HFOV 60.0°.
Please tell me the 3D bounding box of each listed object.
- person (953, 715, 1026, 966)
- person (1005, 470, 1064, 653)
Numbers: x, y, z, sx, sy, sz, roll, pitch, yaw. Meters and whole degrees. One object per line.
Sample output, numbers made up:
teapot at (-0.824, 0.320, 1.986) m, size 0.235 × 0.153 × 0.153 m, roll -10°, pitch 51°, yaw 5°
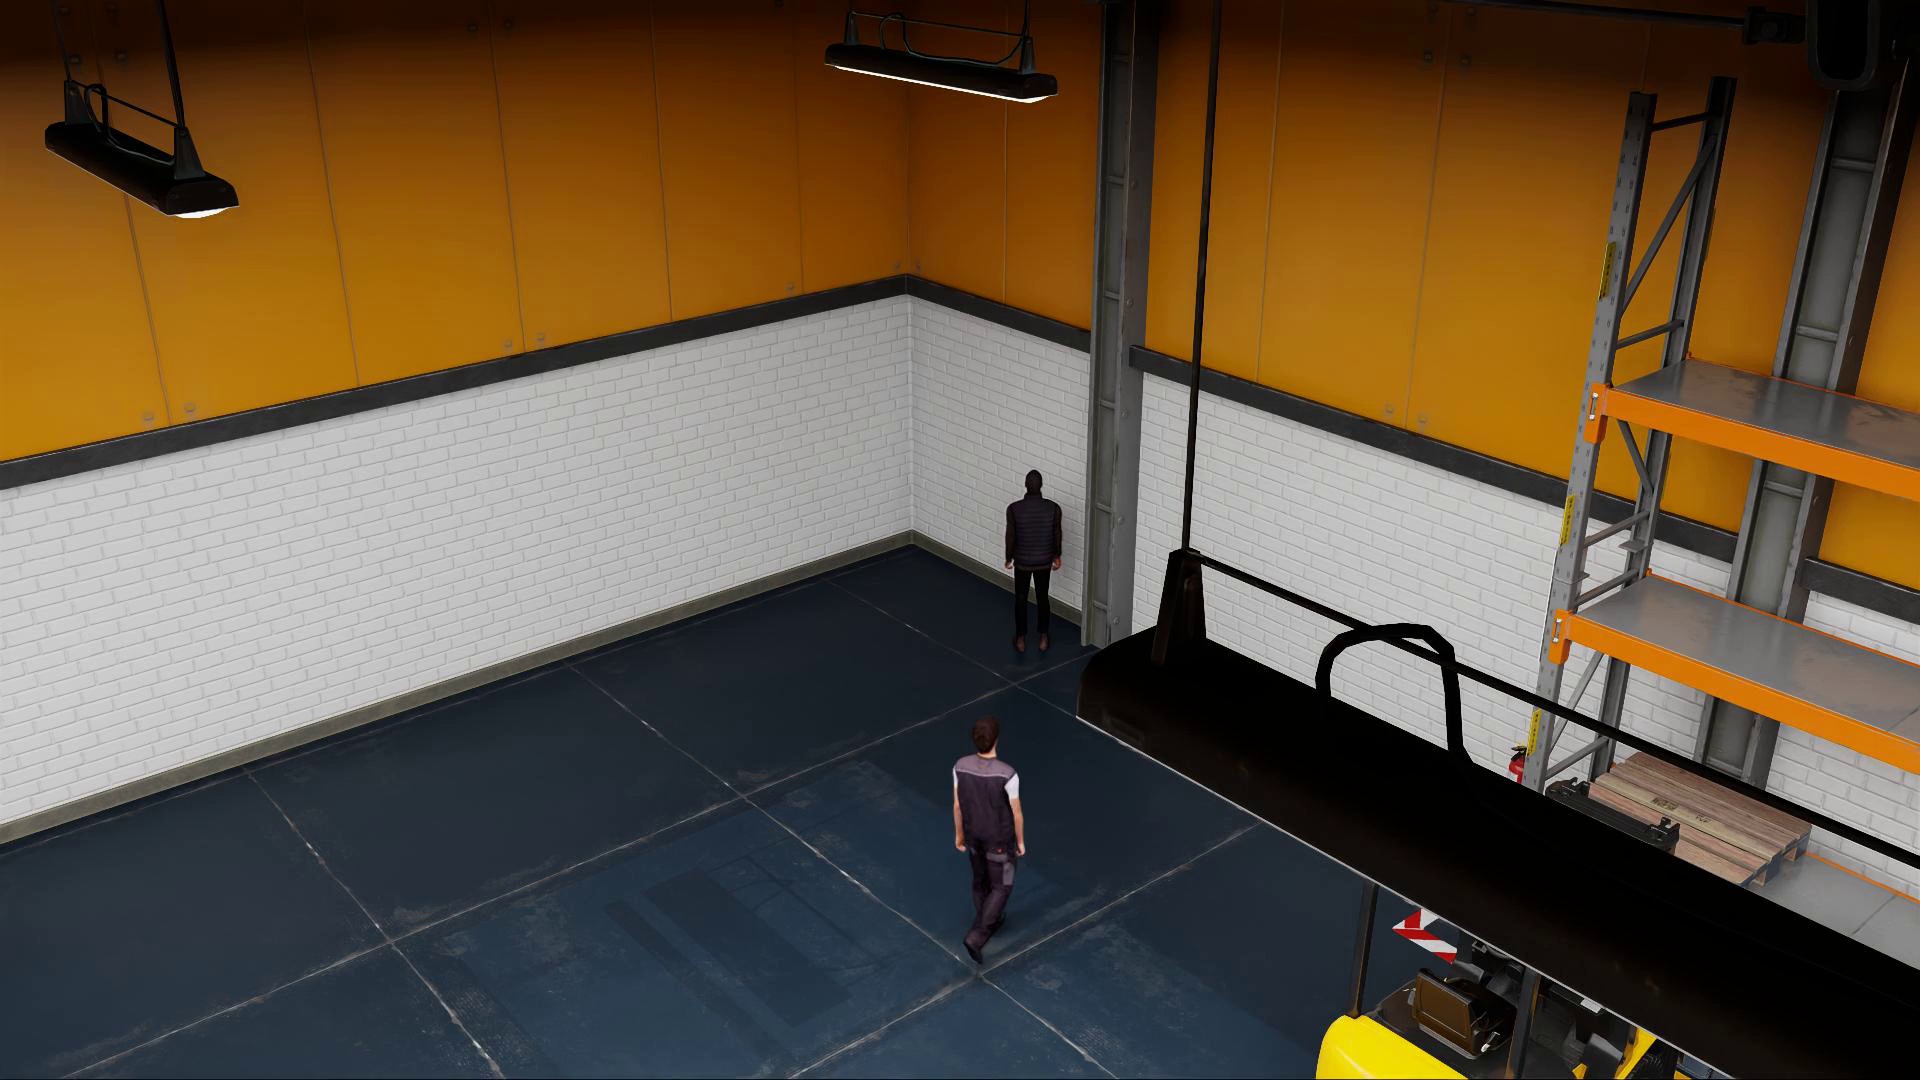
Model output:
person at (0.172, 2.087, 11.474) m, size 1.035 × 1.835 × 0.952 m, roll 11°, pitch 26°, yaw 24°
person at (0.690, 0.191, 15.809) m, size 0.781 × 1.836 × 0.798 m, roll -1°, pitch 24°, yaw -3°
